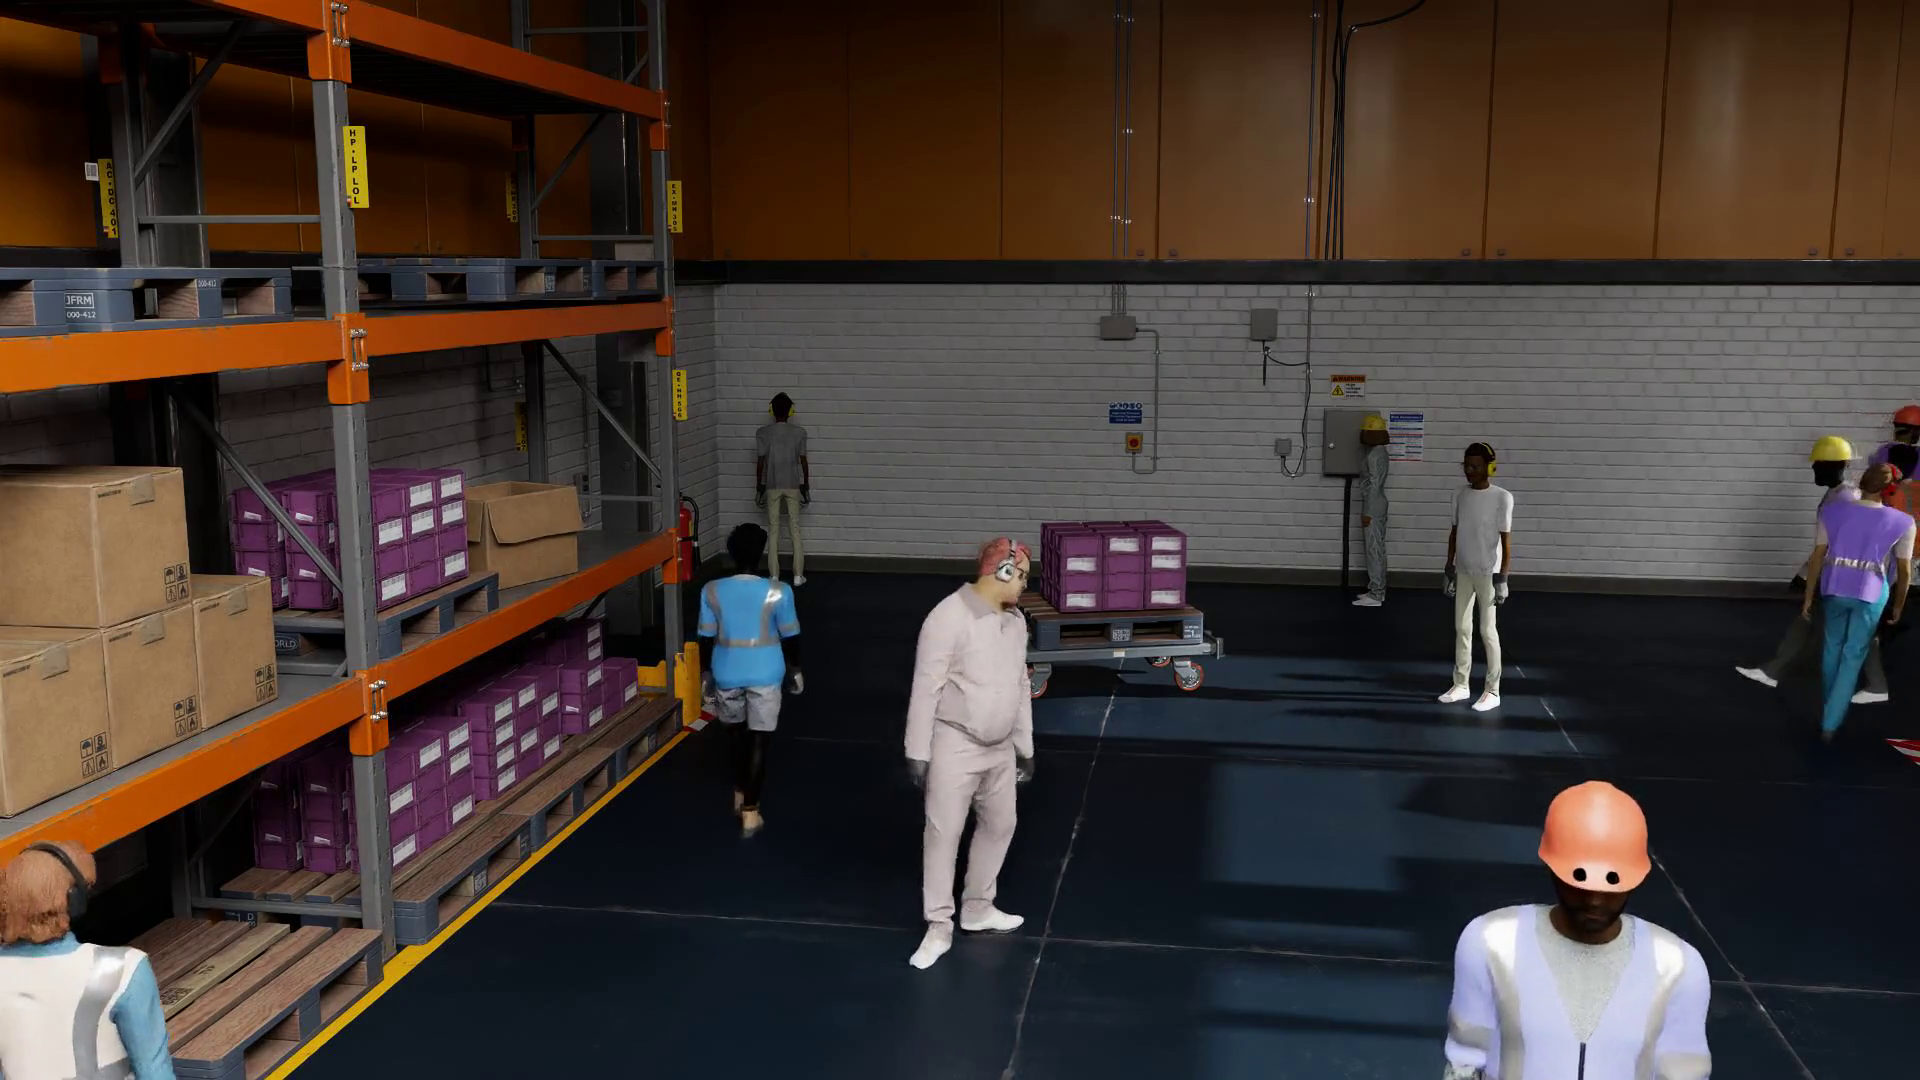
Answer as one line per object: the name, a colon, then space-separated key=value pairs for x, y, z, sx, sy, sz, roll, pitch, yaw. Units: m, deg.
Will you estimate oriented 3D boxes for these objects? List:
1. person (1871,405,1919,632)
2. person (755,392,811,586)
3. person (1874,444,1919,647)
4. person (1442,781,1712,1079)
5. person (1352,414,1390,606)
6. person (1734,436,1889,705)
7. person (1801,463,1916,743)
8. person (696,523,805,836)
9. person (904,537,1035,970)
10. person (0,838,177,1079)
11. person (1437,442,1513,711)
person: x=7.876 y=-0.164 z=13.915 sx=0.446 sy=1.908 sz=0.587 roll=-2 pitch=9 yaw=-12
person: x=-1.705 y=-0.482 z=15.995 sx=0.534 sy=1.869 sz=0.311 roll=-1 pitch=9 yaw=-8
person: x=7.518 y=0.081 z=13.147 sx=0.534 sy=1.672 sz=0.723 roll=-9 pitch=13 yaw=-43
person: x=1.384 y=1.472 z=3.773 sx=0.569 sy=1.922 sz=0.407 roll=2 pitch=9 yaw=12
person: x=3.730 y=-0.272 z=15.091 sx=0.312 sy=1.743 sz=0.493 roll=4 pitch=10 yaw=24
person: x=6.083 y=0.212 z=11.707 sx=1.000 sy=1.870 sz=0.598 roll=3 pitch=10 yaw=17
person: x=5.869 y=0.388 z=10.840 sx=0.589 sy=1.797 sz=0.919 roll=8 pitch=12 yaw=41
person: x=-1.116 y=0.728 z=9.099 sx=0.549 sy=1.671 sz=0.672 roll=2 pitch=9 yaw=10
person: x=0.046 y=0.928 z=7.321 sx=0.397 sy=1.873 sz=0.763 roll=9 pitch=13 yaw=42
person: x=-2.268 y=1.559 z=4.197 sx=0.520 sy=1.615 sz=0.746 roll=1 pitch=9 yaw=4
person: x=3.580 y=0.246 z=11.542 sx=0.316 sy=1.861 sz=0.514 roll=-7 pitch=11 yaw=-36
